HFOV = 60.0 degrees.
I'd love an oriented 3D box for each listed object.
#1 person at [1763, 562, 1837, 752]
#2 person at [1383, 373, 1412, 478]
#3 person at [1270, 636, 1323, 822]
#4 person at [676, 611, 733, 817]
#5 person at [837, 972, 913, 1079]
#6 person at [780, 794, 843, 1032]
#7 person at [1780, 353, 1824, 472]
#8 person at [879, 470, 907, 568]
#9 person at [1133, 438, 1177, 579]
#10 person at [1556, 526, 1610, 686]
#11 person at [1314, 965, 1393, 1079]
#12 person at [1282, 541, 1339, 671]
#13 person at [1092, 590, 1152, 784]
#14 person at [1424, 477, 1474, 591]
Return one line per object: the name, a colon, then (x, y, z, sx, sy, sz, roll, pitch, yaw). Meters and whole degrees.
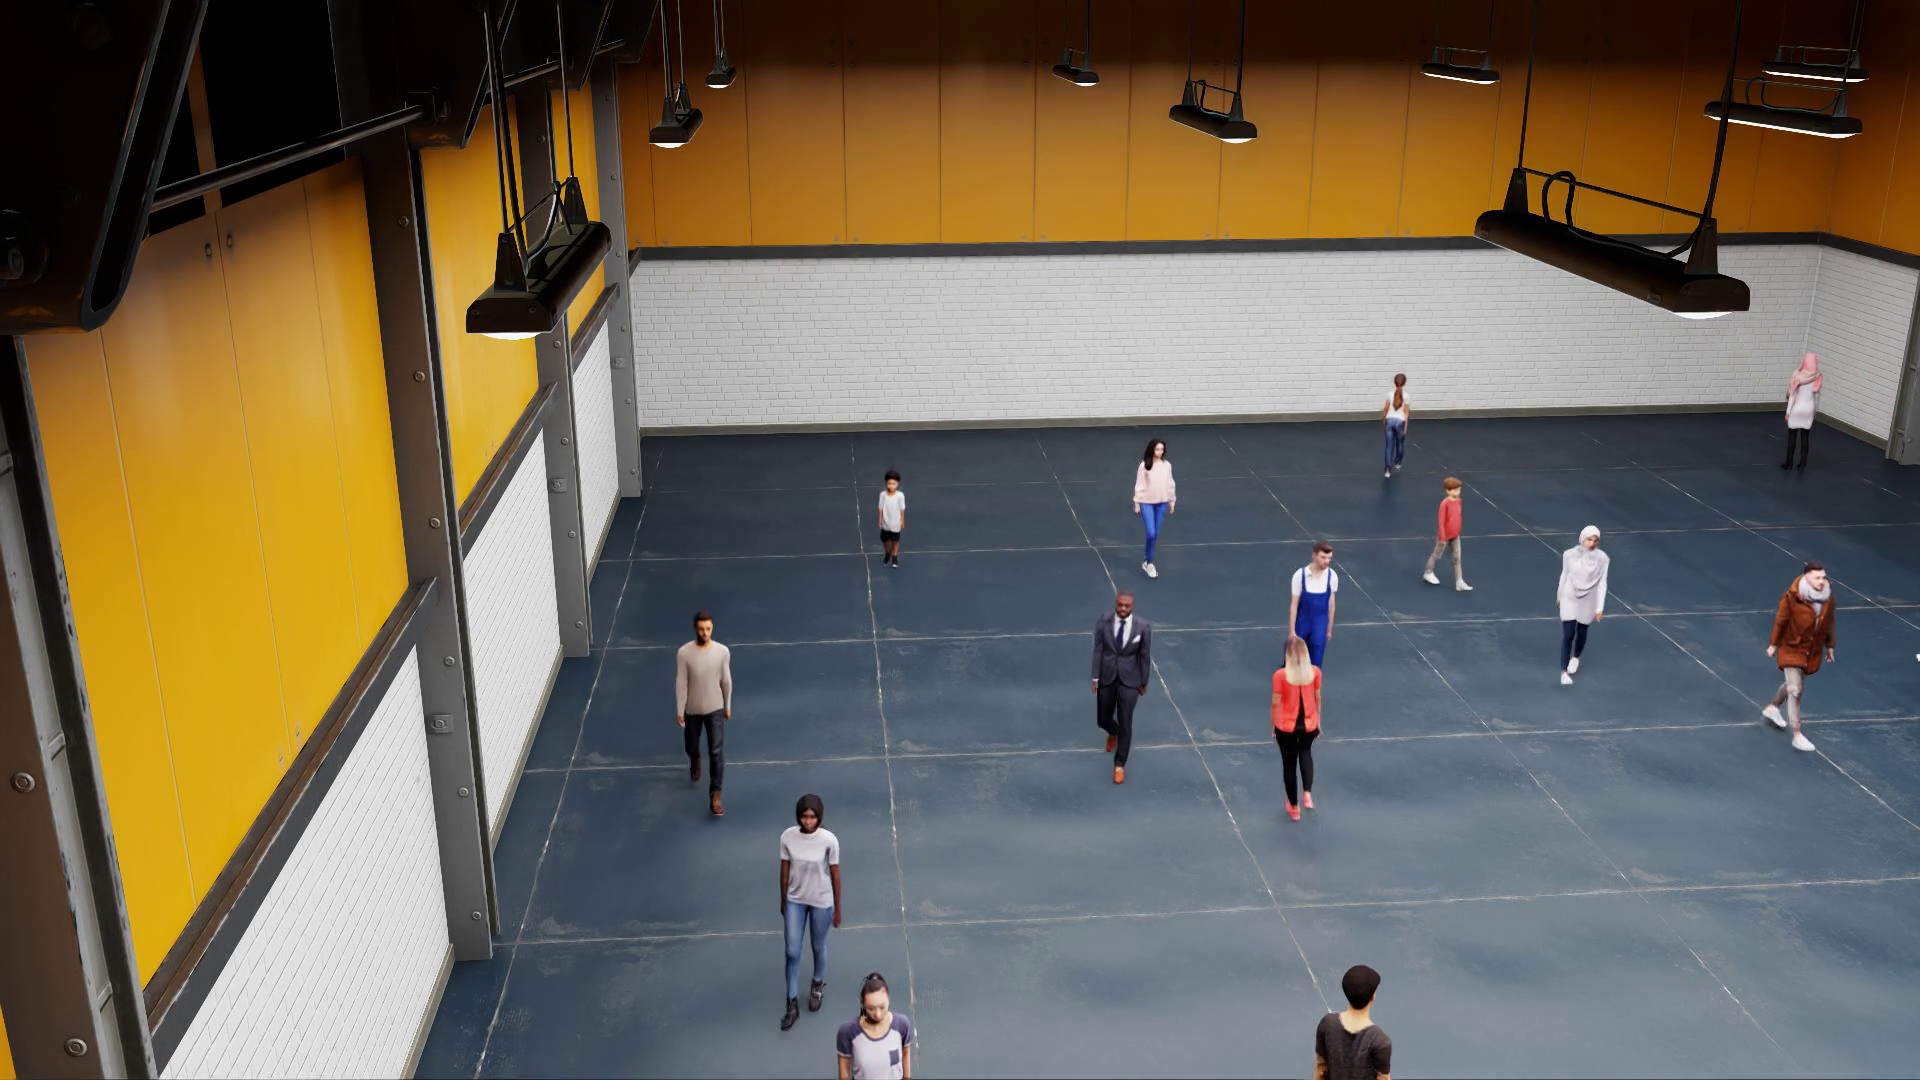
person: (8.096, 1.067, 16.128, 0.795, 1.796, 1.150, -4, 19, -11)
person: (6.462, -1.688, 24.740, 0.873, 1.521, 1.115, 7, 20, 21)
person: (2.949, 1.680, 14.495, 0.623, 1.676, 0.603, -1, 19, -4)
person: (-2.300, 1.484, 14.811, 0.740, 1.845, 1.145, -4, 19, -12)
person: (-0.497, 3.289, 9.759, 0.627, 1.650, 0.562, -5, 19, -14)
person: (-1.055, 2.554, 11.841, 0.707, 1.713, 0.864, 2, 19, 7)
person: (12.662, -1.928, 25.010, 0.676, 1.803, 0.643, 2, 19, 5)
person: (-0.858, -0.284, 20.994, 0.529, 1.250, 0.519, 2, 19, 5)
person: (2.364, -0.437, 20.659, 0.755, 1.755, 0.784, -6, 20, -18)
person: (6.514, 0.637, 17.492, 0.959, 1.740, 1.179, 10, 21, 26)
person: (2.258, 3.297, 9.662, 0.943, 1.697, 0.990, 16, 24, 39)
person: (3.497, 0.846, 16.717, 0.650, 1.838, 0.976, 0, 19, 1)
person: (1.481, 1.293, 15.444, 0.892, 1.804, 1.053, 5, 19, 15)
person: (5.873, -0.081, 20.185, 0.794, 1.382, 1.018, -10, 21, -28)
